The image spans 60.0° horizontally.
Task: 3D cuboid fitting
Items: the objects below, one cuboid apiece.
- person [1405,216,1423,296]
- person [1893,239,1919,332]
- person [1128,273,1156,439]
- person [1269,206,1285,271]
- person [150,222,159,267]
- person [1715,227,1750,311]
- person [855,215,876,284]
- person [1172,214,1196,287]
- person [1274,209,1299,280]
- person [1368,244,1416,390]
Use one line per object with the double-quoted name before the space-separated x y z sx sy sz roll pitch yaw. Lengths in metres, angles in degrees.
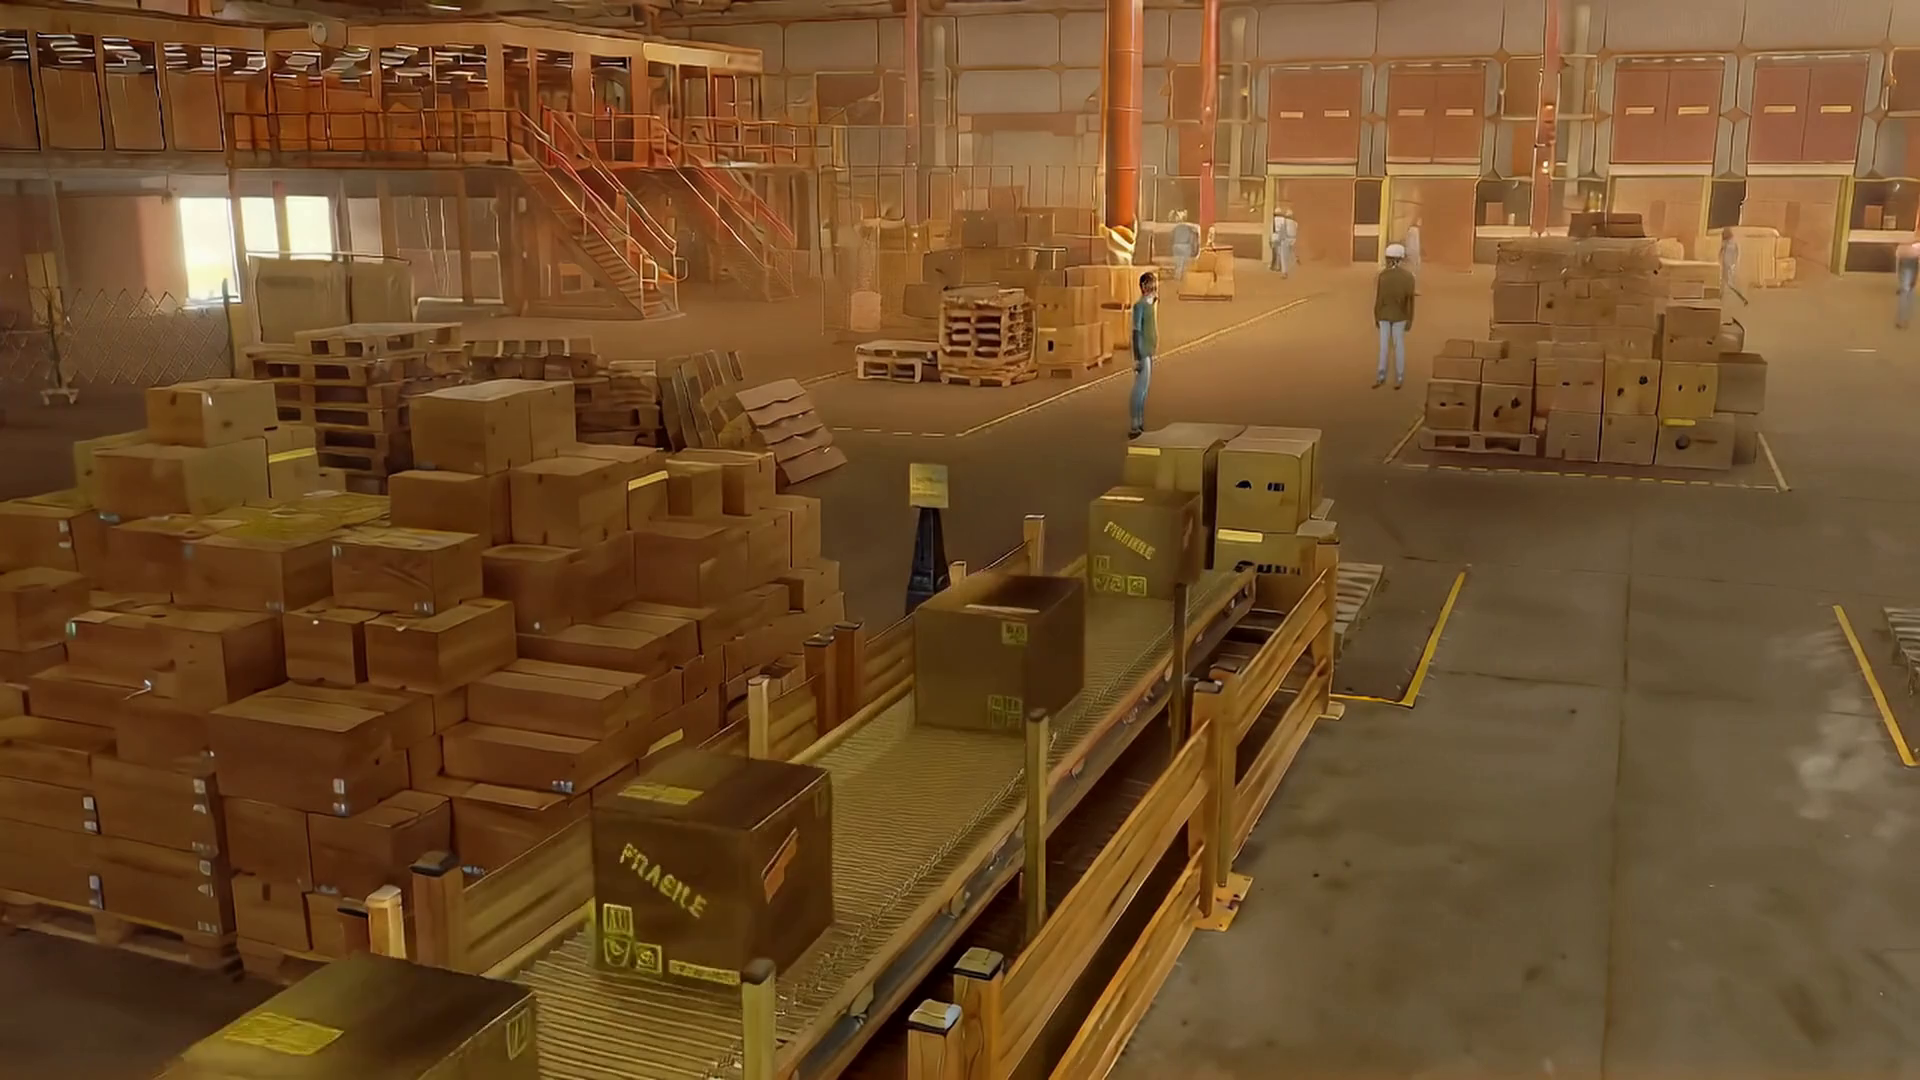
"person" 10.798 -6.784 39.776 0.565 1.927 0.647 0 13 0
"person" 17.708 -4.751 31.084 0.518 1.727 0.385 -7 14 -27
"person" 2.079 -2.076 18.783 0.328 1.872 0.510 5 14 21
"person" 9.507 -9.014 49.744 0.543 1.942 0.350 -4 13 -15
"person" -22.977 -8.461 47.317 0.409 1.909 0.639 -6 14 -24
"person" 16.499 -5.801 35.655 0.876 1.811 0.624 6 14 25
"person" -2.455 -7.624 43.778 0.623 1.824 0.721 0 13 2
"person" 5.729 -7.392 42.638 0.599 1.885 1.013 5 14 22
"person" 8.965 -8.170 45.990 0.642 1.919 0.789 -5 14 -22
"person" 5.970 -3.066 22.941 0.395 1.994 0.612 -11 16 -39
